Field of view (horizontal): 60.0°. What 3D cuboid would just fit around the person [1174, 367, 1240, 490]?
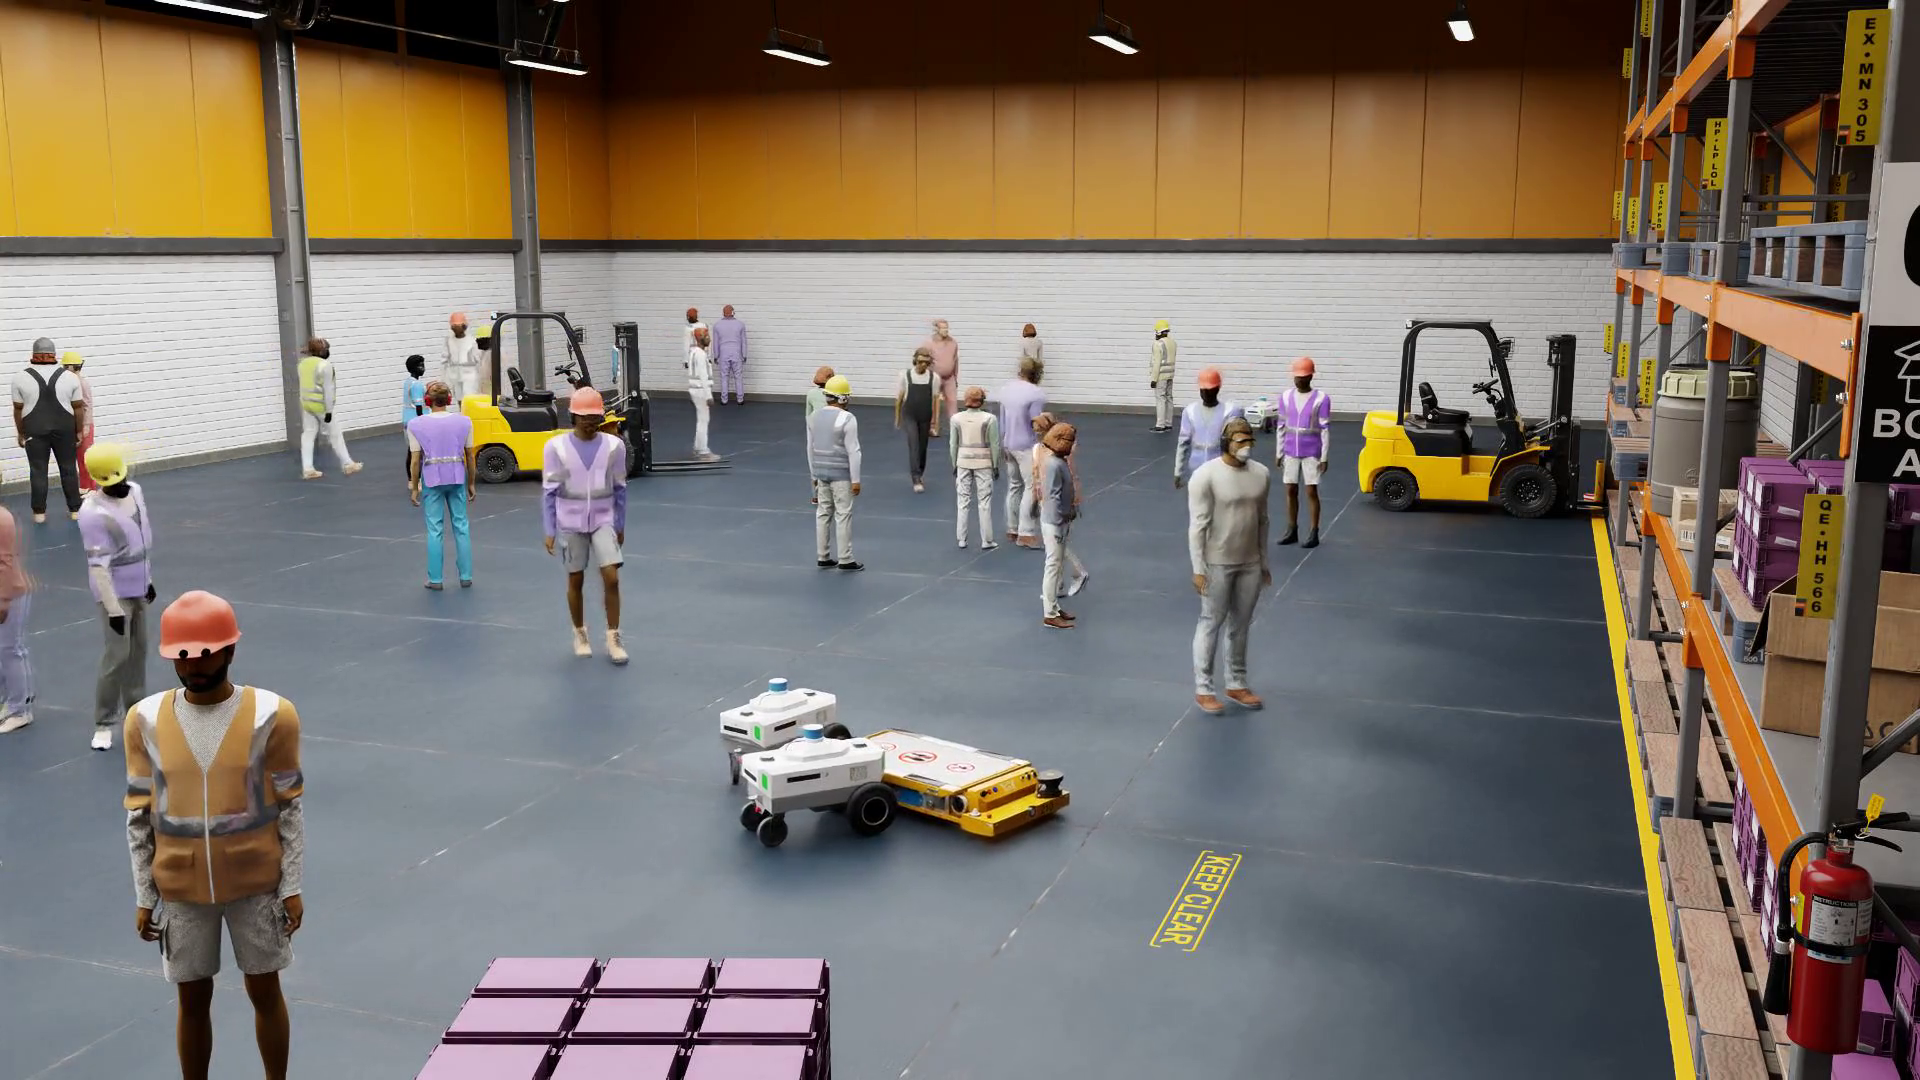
[{"bbox_3d":[2.277,-0.648,15.478,0.576,1.887,0.963,5,11,25],"label":"person"}]

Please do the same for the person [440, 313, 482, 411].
[{"bbox_3d":[-7.625,-2.446,25.329,0.626,1.990,0.995,1,10,6],"label":"person"}]

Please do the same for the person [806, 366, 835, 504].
[{"bbox_3d":[-1.568,-1.217,19.418,0.507,1.632,0.275,7,12,34],"label":"person"}]

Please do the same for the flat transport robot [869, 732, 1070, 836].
[{"bbox_3d":[-0.163,1.294,9.113,1.431,0.197,0.652,8,13,40],"label":"flat transport robot"}]

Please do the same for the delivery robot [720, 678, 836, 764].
[{"bbox_3d":[-1.037,1.036,9.507,0.477,0.478,0.707,8,13,37],"label":"delivery robot"}]

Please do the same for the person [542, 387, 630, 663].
[{"bbox_3d":[-2.687,-0.091,12.020,0.637,2.014,0.814,-4,11,-21],"label":"person"}]

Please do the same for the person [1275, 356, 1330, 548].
[{"bbox_3d":[3.426,-0.881,16.713,0.553,1.928,0.392,7,12,33],"label":"person"}]

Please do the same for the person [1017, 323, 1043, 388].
[{"bbox_3d":[1.253,-3.051,29.750,0.499,1.633,0.289,-6,12,-29],"label":"person"}]

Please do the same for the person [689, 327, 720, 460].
[{"bbox_3d":[-3.631,-2.060,23.467,0.376,1.880,0.590,-2,10,-12],"label":"person"}]

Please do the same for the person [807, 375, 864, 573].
[{"bbox_3d":[-1.143,-0.612,15.453,0.604,1.829,0.403,8,13,38],"label":"person"}]

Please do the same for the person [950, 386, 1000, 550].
[{"bbox_3d":[0.147,-0.715,16.598,0.532,1.637,0.314,3,11,18],"label":"person"}]

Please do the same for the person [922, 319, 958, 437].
[{"bbox_3d":[-0.245,-2.501,25.990,0.674,1.858,0.981,-6,11,-28],"label":"person"}]

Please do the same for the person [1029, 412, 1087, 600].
[{"bbox_3d":[0.791,-0.287,14.198,0.399,1.618,0.547,-6,12,-29],"label":"person"}]

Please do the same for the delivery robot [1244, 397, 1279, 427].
[{"bbox_3d":[4.912,-2.077,27.039,0.477,0.478,0.707,7,12,35],"label":"delivery robot"}]

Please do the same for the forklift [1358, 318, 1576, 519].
[{"bbox_3d":[5.787,-1.437,19.079,2.313,2.155,1.214,3,11,19],"label":"forklift"}]

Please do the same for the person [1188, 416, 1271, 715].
[{"bbox_3d":[1.755,0.159,10.816,0.635,1.936,0.354,-6,12,-29],"label":"person"}]

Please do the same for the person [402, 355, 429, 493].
[{"bbox_3d":[-6.679,-1.429,20.428,0.322,1.699,0.536,-6,12,-30],"label":"person"}]

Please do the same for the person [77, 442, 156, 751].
[{"bbox_3d":[-5.092,0.318,10.132,0.366,1.874,0.675,0,10,-1],"label":"person"}]

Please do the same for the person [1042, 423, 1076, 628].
[{"bbox_3d":[0.792,-0.123,13.262,0.283,1.632,0.499,1,10,7],"label":"person"}]

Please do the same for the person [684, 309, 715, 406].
[{"bbox_3d":[-4.957,-3.415,31.228,0.625,1.858,0.511,-9,14,-43],"label":"person"}]

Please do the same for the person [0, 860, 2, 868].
[{"bbox_3d":[-4.922,0.759,7.764,0.564,1.826,0.628,-7,12,-34],"label":"person"}]

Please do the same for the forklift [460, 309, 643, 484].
[{"bbox_3d":[-5.354,-1.902,21.697,2.313,2.155,1.214,-2,10,-13],"label":"forklift"}]

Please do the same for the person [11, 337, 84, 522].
[{"bbox_3d":[-10.021,-1.224,18.315,0.679,2.000,0.535,-6,12,-31],"label":"person"}]

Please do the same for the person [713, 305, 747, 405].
[{"bbox_3d":[-4.355,-3.500,31.528,0.638,1.902,0.406,-2,10,-8],"label":"person"}]

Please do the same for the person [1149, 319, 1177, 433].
[{"bbox_3d":[3.266,-2.646,26.906,0.404,1.834,0.592,8,13,39],"label":"person"}]

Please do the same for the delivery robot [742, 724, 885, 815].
[{"bbox_3d":[-0.756,1.196,8.604,0.707,0.478,0.477,-5,11,-27],"label":"delivery robot"}]

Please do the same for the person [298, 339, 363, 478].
[{"bbox_3d":[-8.317,-1.733,21.830,0.647,1.800,0.890,6,12,30],"label":"person"}]

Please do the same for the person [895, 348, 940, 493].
[{"bbox_3d":[-0.538,-1.520,20.720,0.547,1.795,0.942,-2,10,-11],"label":"person"}]

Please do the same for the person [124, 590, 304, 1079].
[{"bbox_3d":[-2.420,1.113,5.440,0.544,1.939,0.355,-3,10,-14],"label":"person"}]

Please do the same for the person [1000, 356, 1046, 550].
[{"bbox_3d":[0.655,-0.884,16.775,0.421,1.913,0.878,-5,11,-28],"label":"person"}]

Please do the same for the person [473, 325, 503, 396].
[{"bbox_3d":[-6.819,-2.187,24.217,1.011,1.881,0.607,-5,11,-27],"label":"person"}]

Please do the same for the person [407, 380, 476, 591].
[{"bbox_3d":[-4.539,-0.474,14.628,0.568,1.849,0.386,-6,12,-30],"label":"person"}]

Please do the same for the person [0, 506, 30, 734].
[{"bbox_3d":[-5.990,0.354,10.266,0.528,1.740,0.383,5,11,28],"label":"person"}]

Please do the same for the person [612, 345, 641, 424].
[{"bbox_3d":[-5.631,-2.764,28.116,0.514,1.641,0.307,-7,12,-35],"label":"person"}]

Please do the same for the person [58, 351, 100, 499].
[{"bbox_3d":[-10.580,-1.379,19.956,0.524,1.769,0.314,8,13,37],"label":"person"}]
